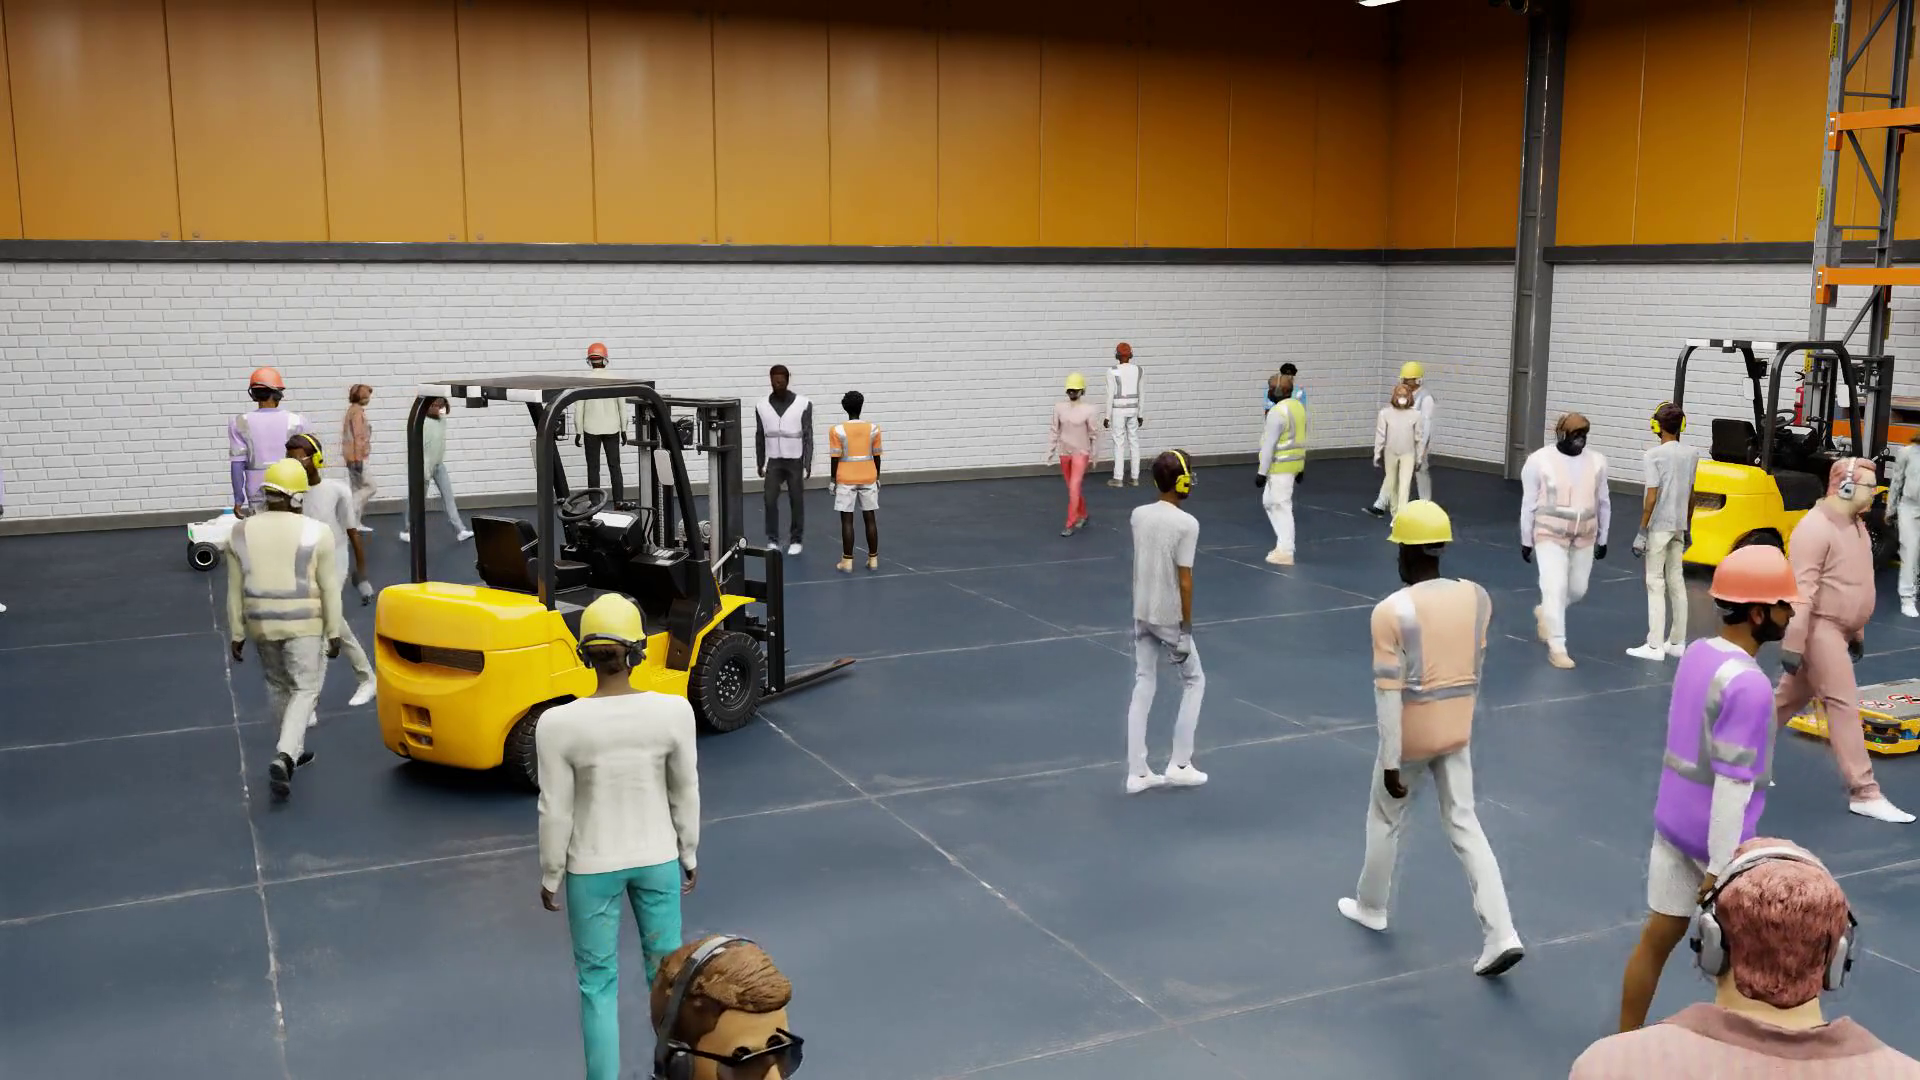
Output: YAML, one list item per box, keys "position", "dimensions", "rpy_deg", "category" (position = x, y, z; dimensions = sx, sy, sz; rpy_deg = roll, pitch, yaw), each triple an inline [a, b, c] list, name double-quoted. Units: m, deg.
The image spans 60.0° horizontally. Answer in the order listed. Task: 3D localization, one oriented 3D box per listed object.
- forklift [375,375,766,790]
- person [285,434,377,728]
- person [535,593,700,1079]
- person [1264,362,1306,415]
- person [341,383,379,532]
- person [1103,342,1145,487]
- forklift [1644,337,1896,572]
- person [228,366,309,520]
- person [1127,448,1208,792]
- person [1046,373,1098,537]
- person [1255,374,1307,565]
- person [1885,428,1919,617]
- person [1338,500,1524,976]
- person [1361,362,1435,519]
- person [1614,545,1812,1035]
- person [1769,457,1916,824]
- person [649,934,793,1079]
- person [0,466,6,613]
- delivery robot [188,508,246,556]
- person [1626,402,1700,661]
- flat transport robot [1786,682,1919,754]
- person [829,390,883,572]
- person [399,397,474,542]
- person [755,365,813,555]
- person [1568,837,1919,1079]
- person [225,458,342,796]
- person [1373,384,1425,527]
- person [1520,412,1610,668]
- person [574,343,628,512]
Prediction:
- position: [-2.268, 0.149, 9.685]
  dimensions: [1.214, 2.155, 2.313]
  rpy_deg: [6, 11, 32]
  category: "forklift"
- position: [-3.981, 0.225, 10.428]
  dimensions: [0.510, 1.805, 0.983]
  rpy_deg: [3, 10, 20]
  category: "person"
- position: [-1.109, 1.051, 5.423]
  dimensions: [0.530, 1.765, 0.325]
  rpy_deg: [-4, 10, -24]
  category: "person"
- position: [4.144, -1.448, 21.228]
  dimensions: [0.525, 1.668, 0.831]
  rpy_deg: [2, 9, 13]
  category: "person"
- position: [-6.403, -0.861, 17.697]
  dimensions: [0.396, 1.621, 0.591]
  rpy_deg: [-4, 10, -24]
  category: "person"
- position: [2.144, -1.635, 21.715]
  dimensions: [0.581, 1.882, 0.339]
  rpy_deg: [-4, 10, -24]
  category: "person"
- position: [7.551, -0.789, 15.507]
  dimensions: [2.313, 2.155, 1.214]
  rpy_deg: [-4, 10, -25]
  category: "forklift"
- position: [-5.534, -0.373, 13.397]
  dimensions: [0.612, 2.039, 0.390]
  rpy_deg: [-4, 10, -24]
  category: "person"
- position: [1.130, 0.434, 8.970]
  dimensions: [0.622, 1.855, 0.502]
  rpy_deg: [-8, 12, -42]
  category: "person"
- position: [1.249, -0.940, 17.890]
  dimensions: [0.524, 1.726, 0.885]
  rpy_deg: [6, 11, 32]
  category: "person"
- position: [3.046, -0.674, 15.928]
  dimensions: [0.489, 1.825, 0.626]
  rpy_deg: [5, 10, 29]
  category: "person"
- position: [7.941, -0.253, 13.730]
  dimensions: [0.517, 1.697, 0.793]
  rpy_deg: [4, 10, 23]
  category: "person"
- position: [1.917, 0.782, 6.726]
  dimensions: [0.583, 1.892, 0.970]
  rpy_deg: [-3, 10, -20]
  category: "person"
- position: [4.963, -1.088, 18.622]
  dimensions: [0.870, 1.785, 0.615]
  rpy_deg: [-4, 10, -23]
  category: "person"
- position: [2.623, 0.962, 5.532]
  dimensions: [0.901, 1.905, 0.550]
  rpy_deg: [0, 9, -1]
  category: "person"
- position: [4.531, 0.478, 8.760]
  dimensions: [1.019, 1.856, 0.653]
  rpy_deg: [9, 13, 44]
  category: "person"
- position: [-0.436, 1.475, 2.584]
  dimensions: [0.533, 1.832, 0.534]
  rpy_deg: [9, 13, 44]
  category: "person"
- position: [-8.101, -0.314, 13.455]
  dimensions: [0.648, 1.904, 0.401]
  rpy_deg: [-4, 10, -24]
  category: "person"
- position: [-6.940, -0.065, 15.794]
  dimensions: [0.707, 0.478, 0.477]
  rpy_deg: [-4, 10, -25]
  category: "delivery robot"
- position: [5.083, -0.062, 12.016]
  dimensions: [0.526, 1.864, 0.315]
  rpy_deg: [-4, 10, -24]
  category: "person"
- position: [5.783, 1.046, 10.072]
  dimensions: [1.431, 0.197, 0.652]
  rpy_deg: [-4, 10, -25]
  category: "flat transport robot"
- position: [-0.977, -0.548, 15.536]
  dimensions: [0.539, 1.698, 0.319]
  rpy_deg: [-4, 10, -24]
  category: "person"
- position: [-5.409, -0.742, 17.107]
  dimensions: [0.878, 1.566, 0.557]
  rpy_deg: [2, 9, 14]
  category: "person"
- position: [-1.732, -0.766, 16.315]
  dimensions: [0.625, 1.891, 0.711]
  rpy_deg: [1, 9, 8]
  category: "person"
- position: [1.313, 1.407, 2.849]
  dimensions: [0.666, 1.875, 0.789]
  rpy_deg: [2, 9, 13]
  category: "person"
- position: [-3.655, 0.459, 8.983]
  dimensions: [0.595, 1.800, 0.806]
  rpy_deg: [0, 9, -1]
  category: "person"
- position: [4.735, -0.884, 17.972]
  dimensions: [0.501, 1.591, 0.850]
  rpy_deg: [4, 10, 25]
  category: "person"
- position: [4.323, -0.031, 11.977]
  dimensions: [0.636, 1.816, 0.747]
  rpy_deg: [-1, 9, -4]
  category: "person"
- position: [-4.111, -1.256, 19.028]
  dimensions: [0.618, 1.989, 0.392]
  rpy_deg: [-4, 10, -24]
  category: "person"
